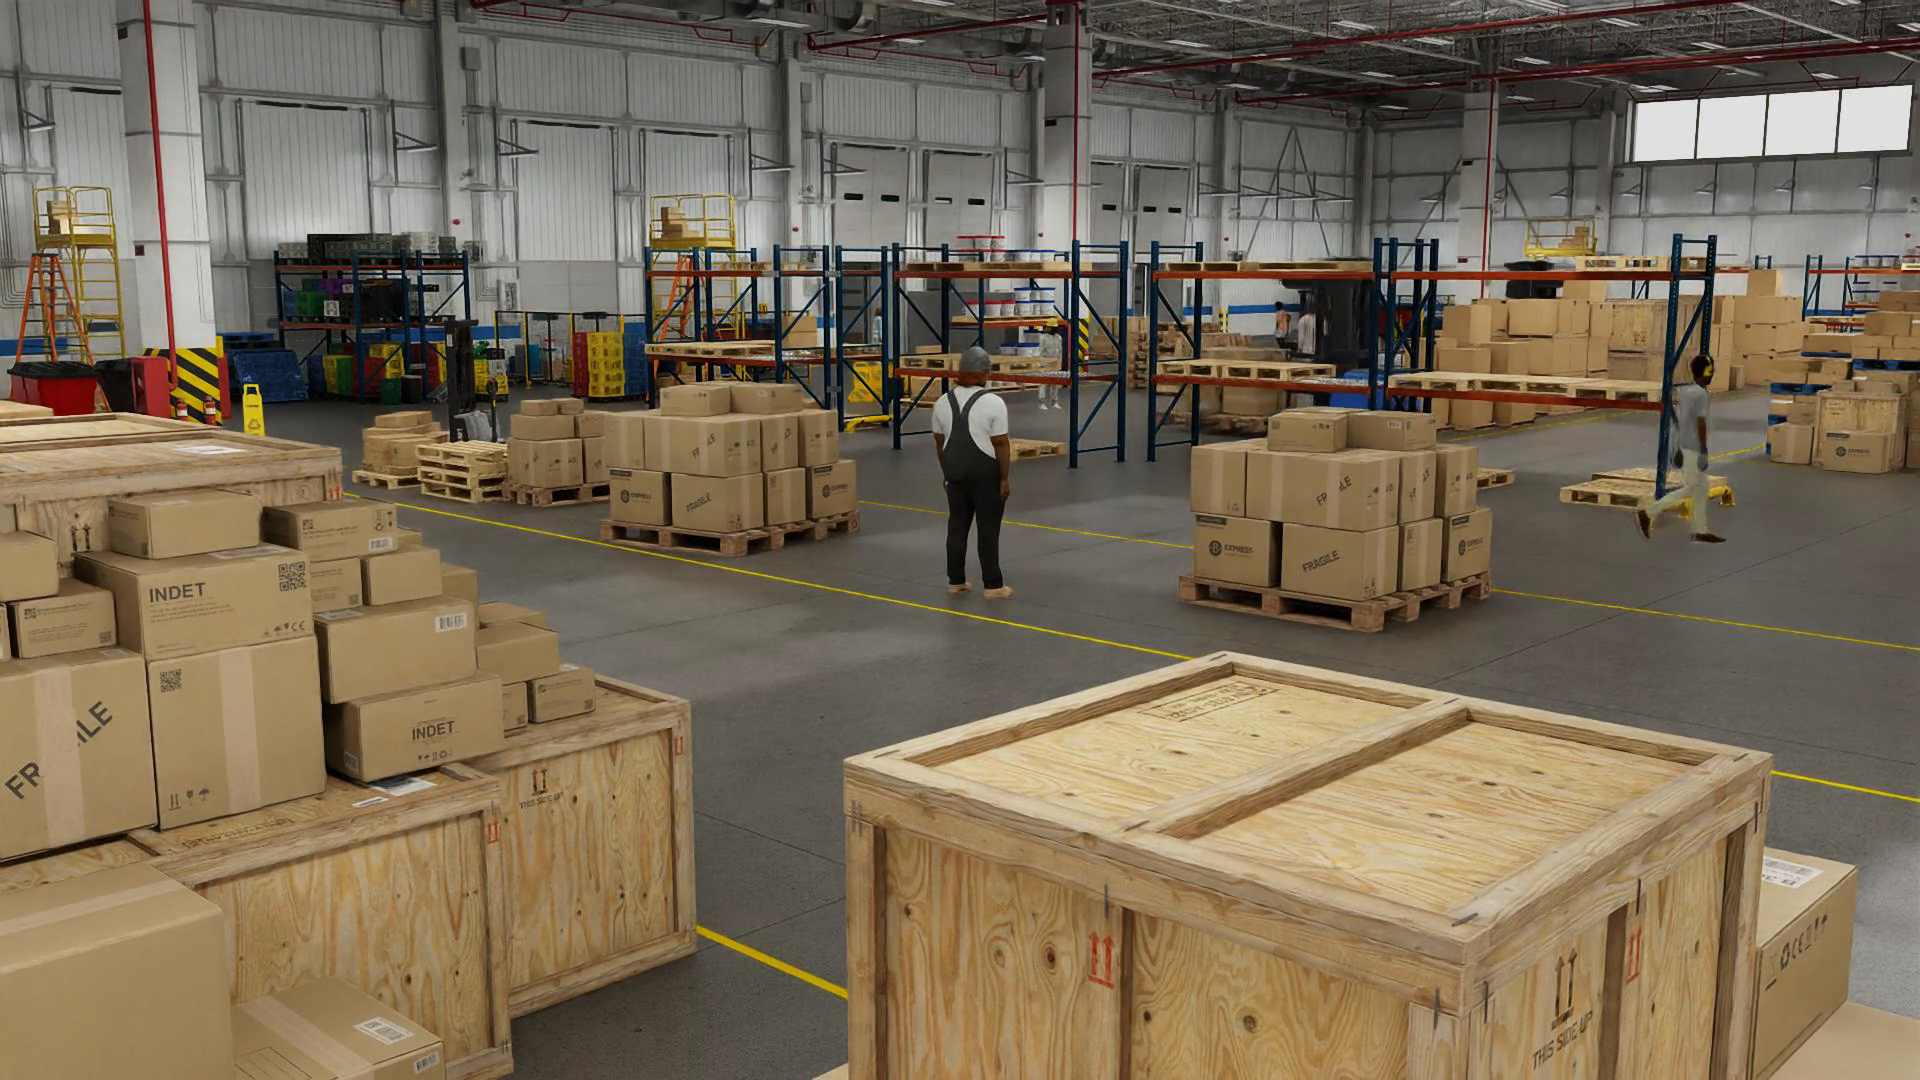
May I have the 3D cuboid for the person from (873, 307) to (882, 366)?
[{"bbox_3d":[-2.163,-5.389,44.410,0.323,1.631,0.522,-1,9,-5],"label":"person"}]

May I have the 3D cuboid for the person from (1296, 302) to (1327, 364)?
[{"bbox_3d":[7.679,-4.213,36.308,0.663,1.935,0.427,0,9,-1],"label":"person"}]

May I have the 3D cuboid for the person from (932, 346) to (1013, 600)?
[{"bbox_3d":[0.150,-0.544,13.451,0.685,2.000,0.538,6,11,33],"label":"person"}]

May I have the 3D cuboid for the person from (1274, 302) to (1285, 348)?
[{"bbox_3d":[9.839,-6.508,51.153,0.345,1.661,0.644,5,10,27],"label":"person"}]

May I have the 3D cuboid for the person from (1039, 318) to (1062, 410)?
[{"bbox_3d":[1.730,-3.331,31.482,0.487,1.736,0.325,-5,11,-28],"label":"person"}]

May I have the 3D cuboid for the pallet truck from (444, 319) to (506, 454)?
[{"bbox_3d":[-6.981,-1.942,22.150,1.885,1.965,0.823,1,9,9],"label":"pallet truck"}]

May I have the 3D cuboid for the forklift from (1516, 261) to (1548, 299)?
[{"bbox_3d":[12.925,-4.937,37.812,1.873,2.768,1.129,9,13,43],"label":"forklift"}]

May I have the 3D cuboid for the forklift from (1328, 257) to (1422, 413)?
[{"bbox_3d":[6.080,-2.946,25.610,1.873,2.768,1.129,9,13,43],"label":"forklift"}]

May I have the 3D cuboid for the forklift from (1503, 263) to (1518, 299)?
[{"bbox_3d":[15.325,-6.319,46.287,1.873,2.768,1.129,2,10,15],"label":"forklift"}]

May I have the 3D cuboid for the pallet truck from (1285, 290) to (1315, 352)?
[{"bbox_3d":[11.297,-6.951,52.861,1.885,1.965,0.823,-5,11,-29],"label":"pallet truck"}]

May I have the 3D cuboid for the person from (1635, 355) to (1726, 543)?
[{"bbox_3d":[7.024,-0.878,16.108,0.783,1.830,0.564,1,9,8],"label":"person"}]
